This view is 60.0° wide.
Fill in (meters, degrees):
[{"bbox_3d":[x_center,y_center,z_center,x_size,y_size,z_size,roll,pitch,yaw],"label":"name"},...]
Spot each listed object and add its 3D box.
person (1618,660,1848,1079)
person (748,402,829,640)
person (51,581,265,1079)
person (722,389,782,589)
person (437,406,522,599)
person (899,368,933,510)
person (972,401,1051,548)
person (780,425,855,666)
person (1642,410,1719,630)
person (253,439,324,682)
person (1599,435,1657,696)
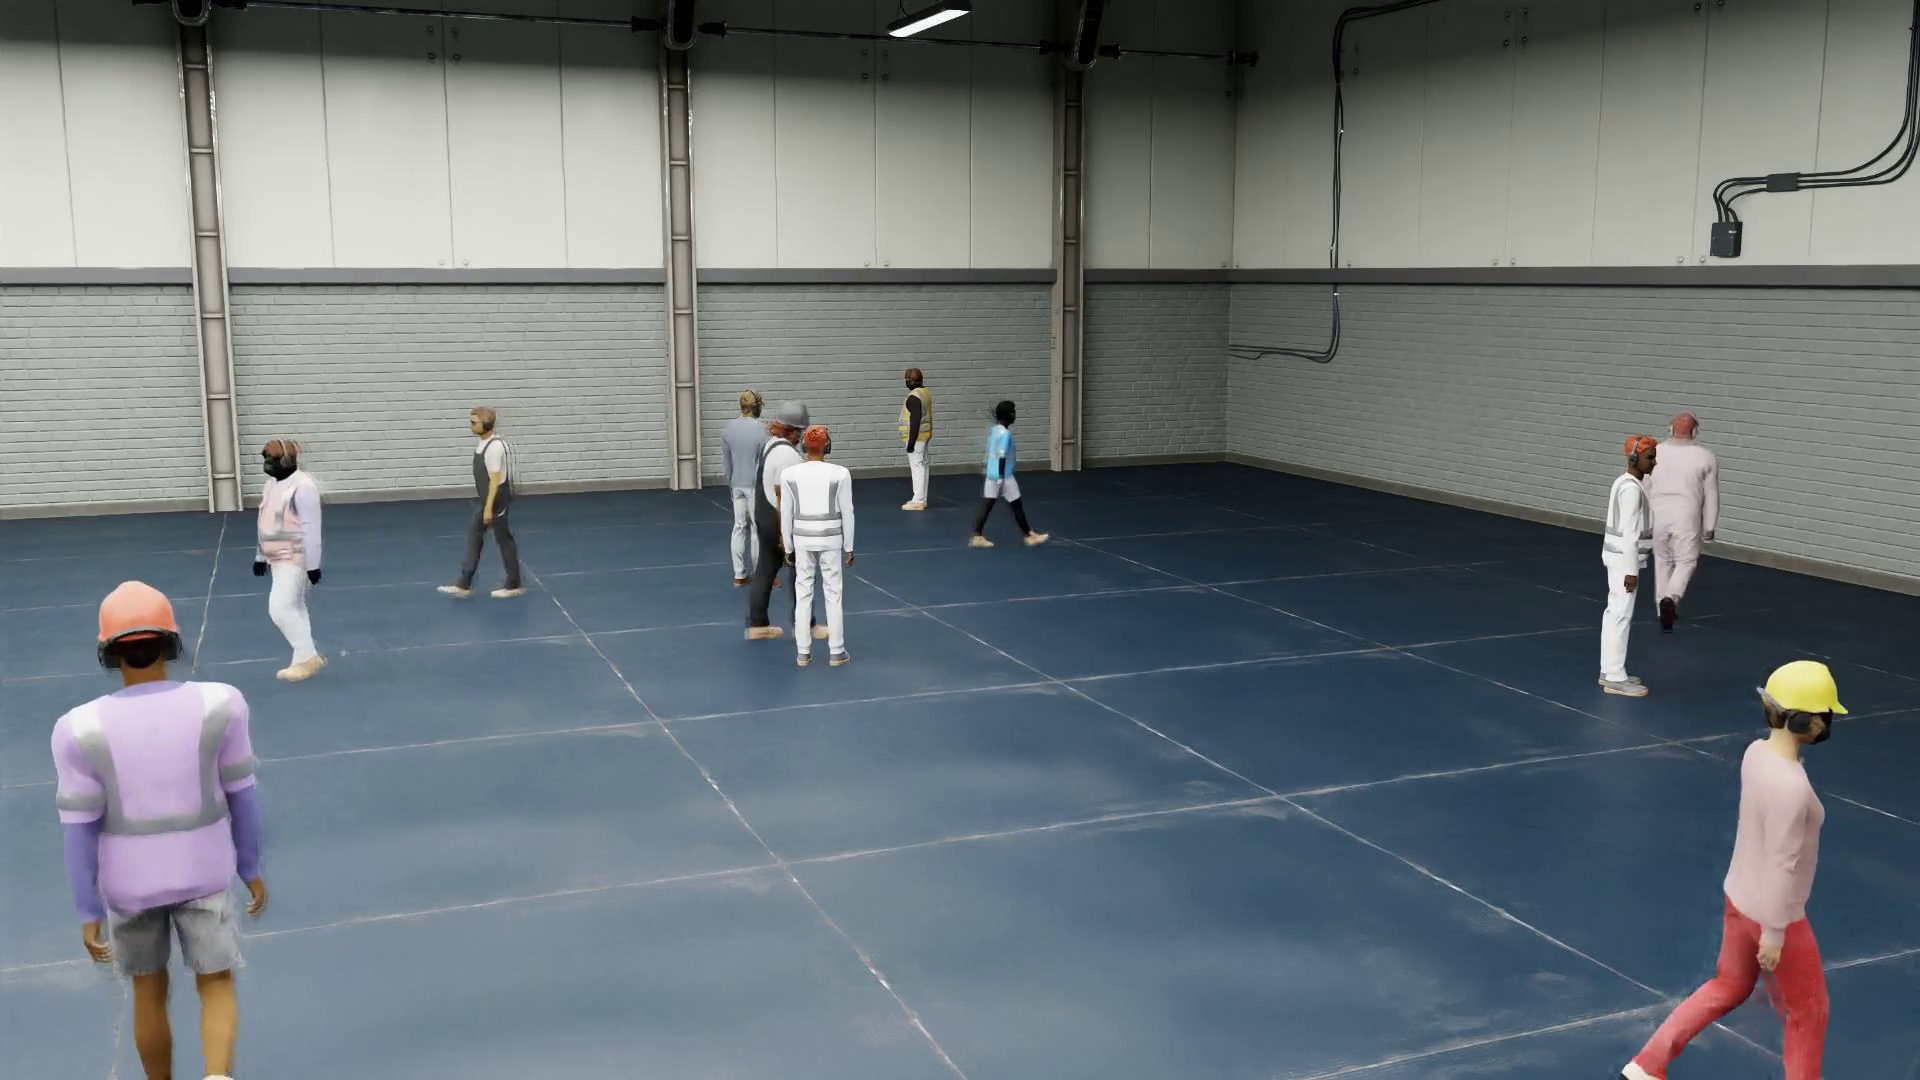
[{"bbox_3d":[2.754,1.263,5.800,0.799,1.751,0.528,2,9,10],"label":"person"},{"bbox_3d":[-1.395,-0.170,13.783,0.821,2.000,0.817,-4,10,-23],"label":"person"},{"bbox_3d":[-2.658,1.148,5.580,0.620,2.021,0.762,-5,10,-28],"label":"person"},{"bbox_3d":[-2.015,-0.485,16.079,0.627,1.940,0.370,7,11,37],"label":"person"},{"bbox_3d":[-4.491,-0.323,15.441,0.852,1.814,0.540,-6,11,-33],"label":"person"},{"bbox_3d":[-0.579,-1.307,21.563,0.430,1.839,0.619,2,9,12],"label":"person"},{"bbox_3d":[0.536,-0.721,18.452,0.877,1.646,0.541,-2,9,-14],"label":"person"},{"bbox_3d":[-1.100,0.048,12.915,0.575,1.883,0.355,1,9,4],"label":"person"},{"bbox_3d":[6.150,-0.168,14.301,0.653,1.884,0.792,8,12,40],"label":"person"},{"bbox_3d":[-5.020,0.153,12.433,0.455,1.823,0.629,-7,12,-39],"label":"person"},{"bbox_3d":[4.861,0.177,12.100,0.359,1.882,0.575,3,9,17],"label":"person"}]
